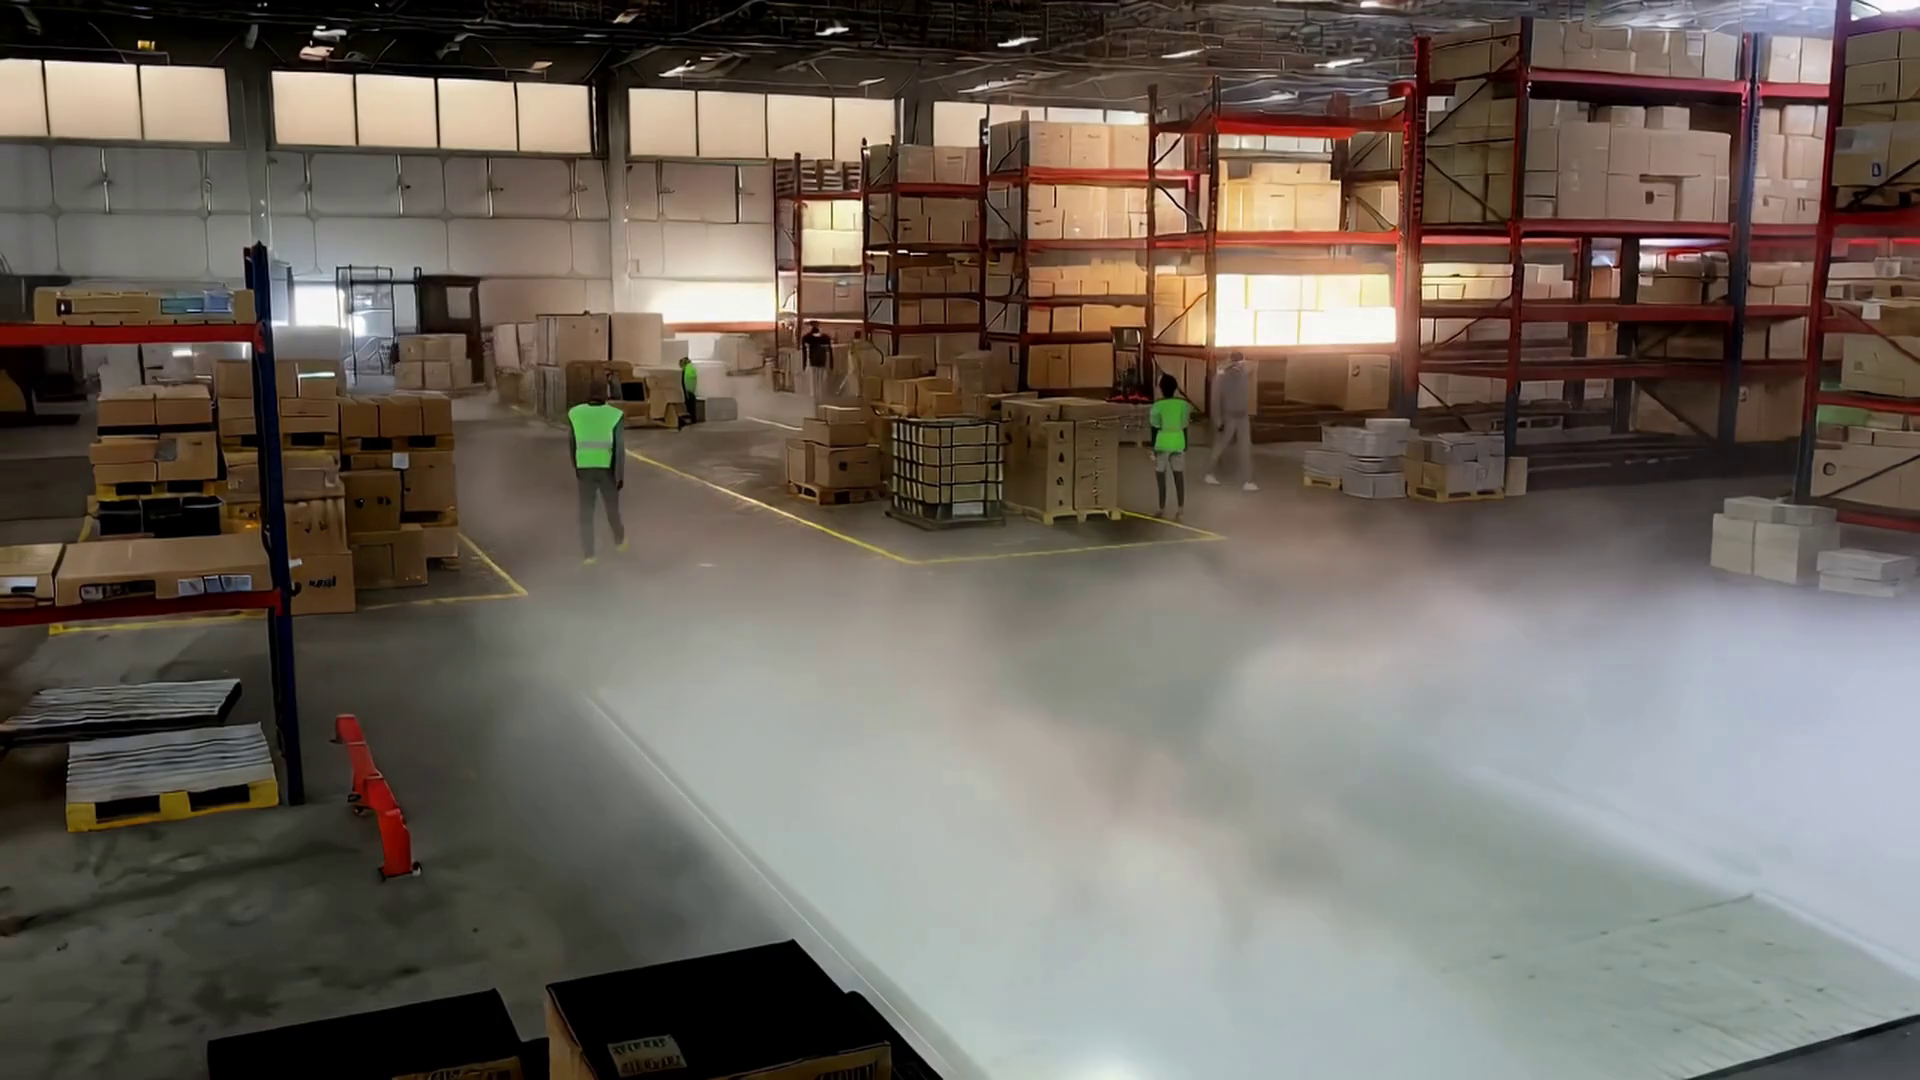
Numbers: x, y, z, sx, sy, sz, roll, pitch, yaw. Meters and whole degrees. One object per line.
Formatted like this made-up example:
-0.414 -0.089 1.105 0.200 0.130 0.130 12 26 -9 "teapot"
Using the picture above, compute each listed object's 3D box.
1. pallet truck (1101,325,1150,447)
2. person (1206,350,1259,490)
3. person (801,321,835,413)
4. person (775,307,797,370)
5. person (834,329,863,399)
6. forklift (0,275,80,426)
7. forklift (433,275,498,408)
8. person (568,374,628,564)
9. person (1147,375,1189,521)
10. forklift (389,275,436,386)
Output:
2.881 -2.596 27.923 0.823 1.965 1.885 -1 9 -7 "pallet truck"
3.649 -1.633 22.390 0.657 1.865 0.976 -4 10 -25 "person"
-2.873 -3.503 33.898 0.653 1.882 1.007 -3 10 -19 "person"
-4.519 -5.069 43.271 0.611 1.996 0.378 3 10 19 "person"
-2.483 -4.008 37.911 0.774 1.607 0.521 -3 10 -16 "person"
-17.556 -3.518 30.915 1.873 2.768 1.129 -4 10 -25 "forklift"
-10.688 -4.264 35.544 1.129 2.768 1.873 0 9 0 "forklift"
-3.624 -0.729 16.747 0.600 1.862 1.033 0 9 2 "person"
2.421 -1.072 19.385 0.540 1.698 0.317 -5 10 -26 "person"
-13.263 -5.226 41.510 1.873 2.768 1.129 -4 10 -25 "forklift"
